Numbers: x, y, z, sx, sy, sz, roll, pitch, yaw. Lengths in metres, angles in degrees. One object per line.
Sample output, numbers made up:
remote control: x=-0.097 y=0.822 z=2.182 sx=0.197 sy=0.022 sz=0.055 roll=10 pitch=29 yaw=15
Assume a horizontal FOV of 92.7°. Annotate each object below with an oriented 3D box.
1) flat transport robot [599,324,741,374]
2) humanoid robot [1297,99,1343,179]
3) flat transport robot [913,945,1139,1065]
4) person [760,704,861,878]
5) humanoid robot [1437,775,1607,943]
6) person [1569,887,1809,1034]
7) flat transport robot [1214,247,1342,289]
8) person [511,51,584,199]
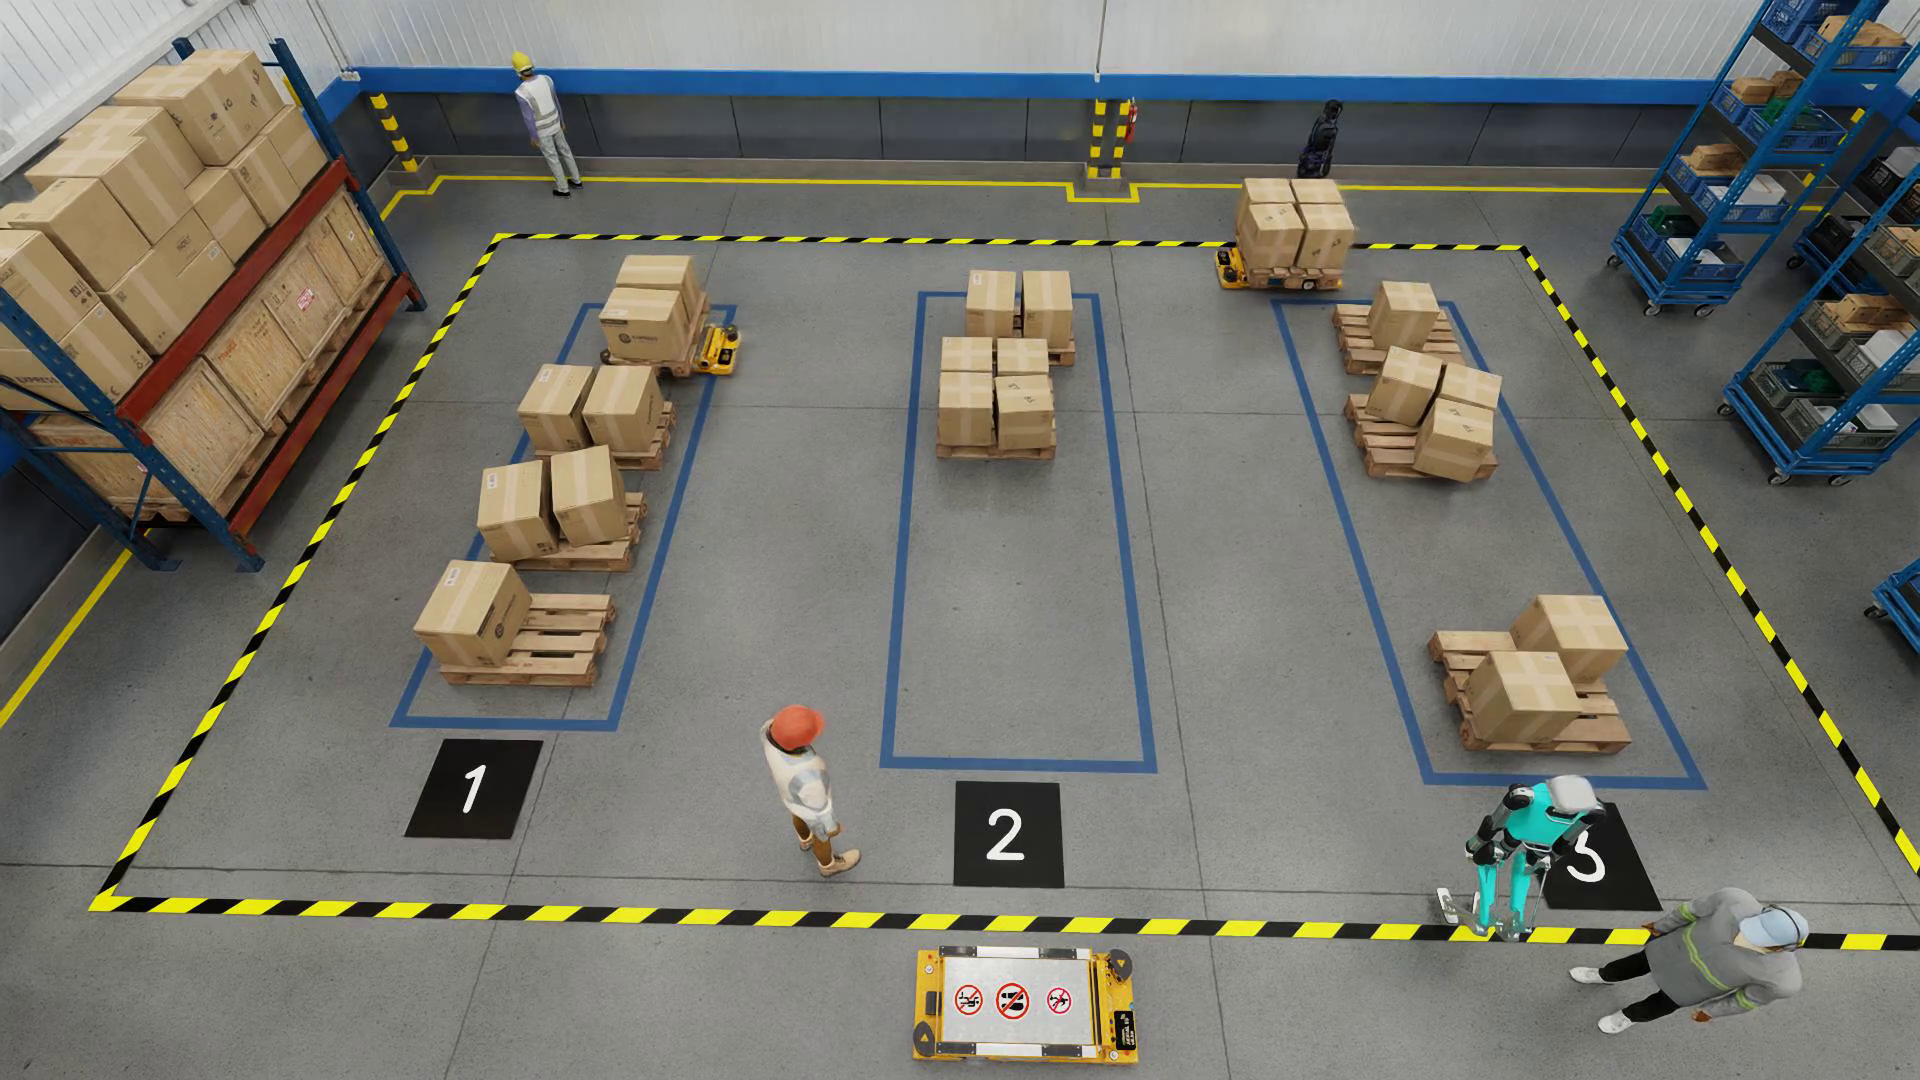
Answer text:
flat transport robot: x=-3.223 y=-2.144 z=10.215 sx=1.431 sy=0.197 sz=0.652 roll=1 pitch=51 yaw=1
humanoid robot: x=4.365 y=-4.614 z=11.330 sx=0.315 sy=1.654 sz=0.599 roll=-7 pitch=51 yaw=-6
flat transport robot: x=0.422 y=3.041 z=6.007 sx=1.431 sy=0.231 sz=0.659 roll=1 pitch=51 yaw=1
person: x=-0.972 y=1.644 z=6.003 sx=0.379 sy=2.039 sz=0.615 roll=-31 pitch=57 yaw=-23
humanoid robot: x=3.480 y=2.119 z=5.727 sx=0.533 sy=1.673 sz=0.735 roll=10 pitch=51 yaw=8
person: x=4.305 y=2.515 z=5.416 sx=0.395 sy=1.849 sz=0.588 roll=-6 pitch=51 yaw=-5
flat transport robot: x=3.887 y=-3.347 z=11.196 sx=1.431 sy=0.197 sz=0.652 roll=1 pitch=51 yaw=1
person: x=-5.353 y=-5.331 z=11.824 sx=0.404 sy=1.827 sz=0.599 roll=21 pitch=54 yaw=16
